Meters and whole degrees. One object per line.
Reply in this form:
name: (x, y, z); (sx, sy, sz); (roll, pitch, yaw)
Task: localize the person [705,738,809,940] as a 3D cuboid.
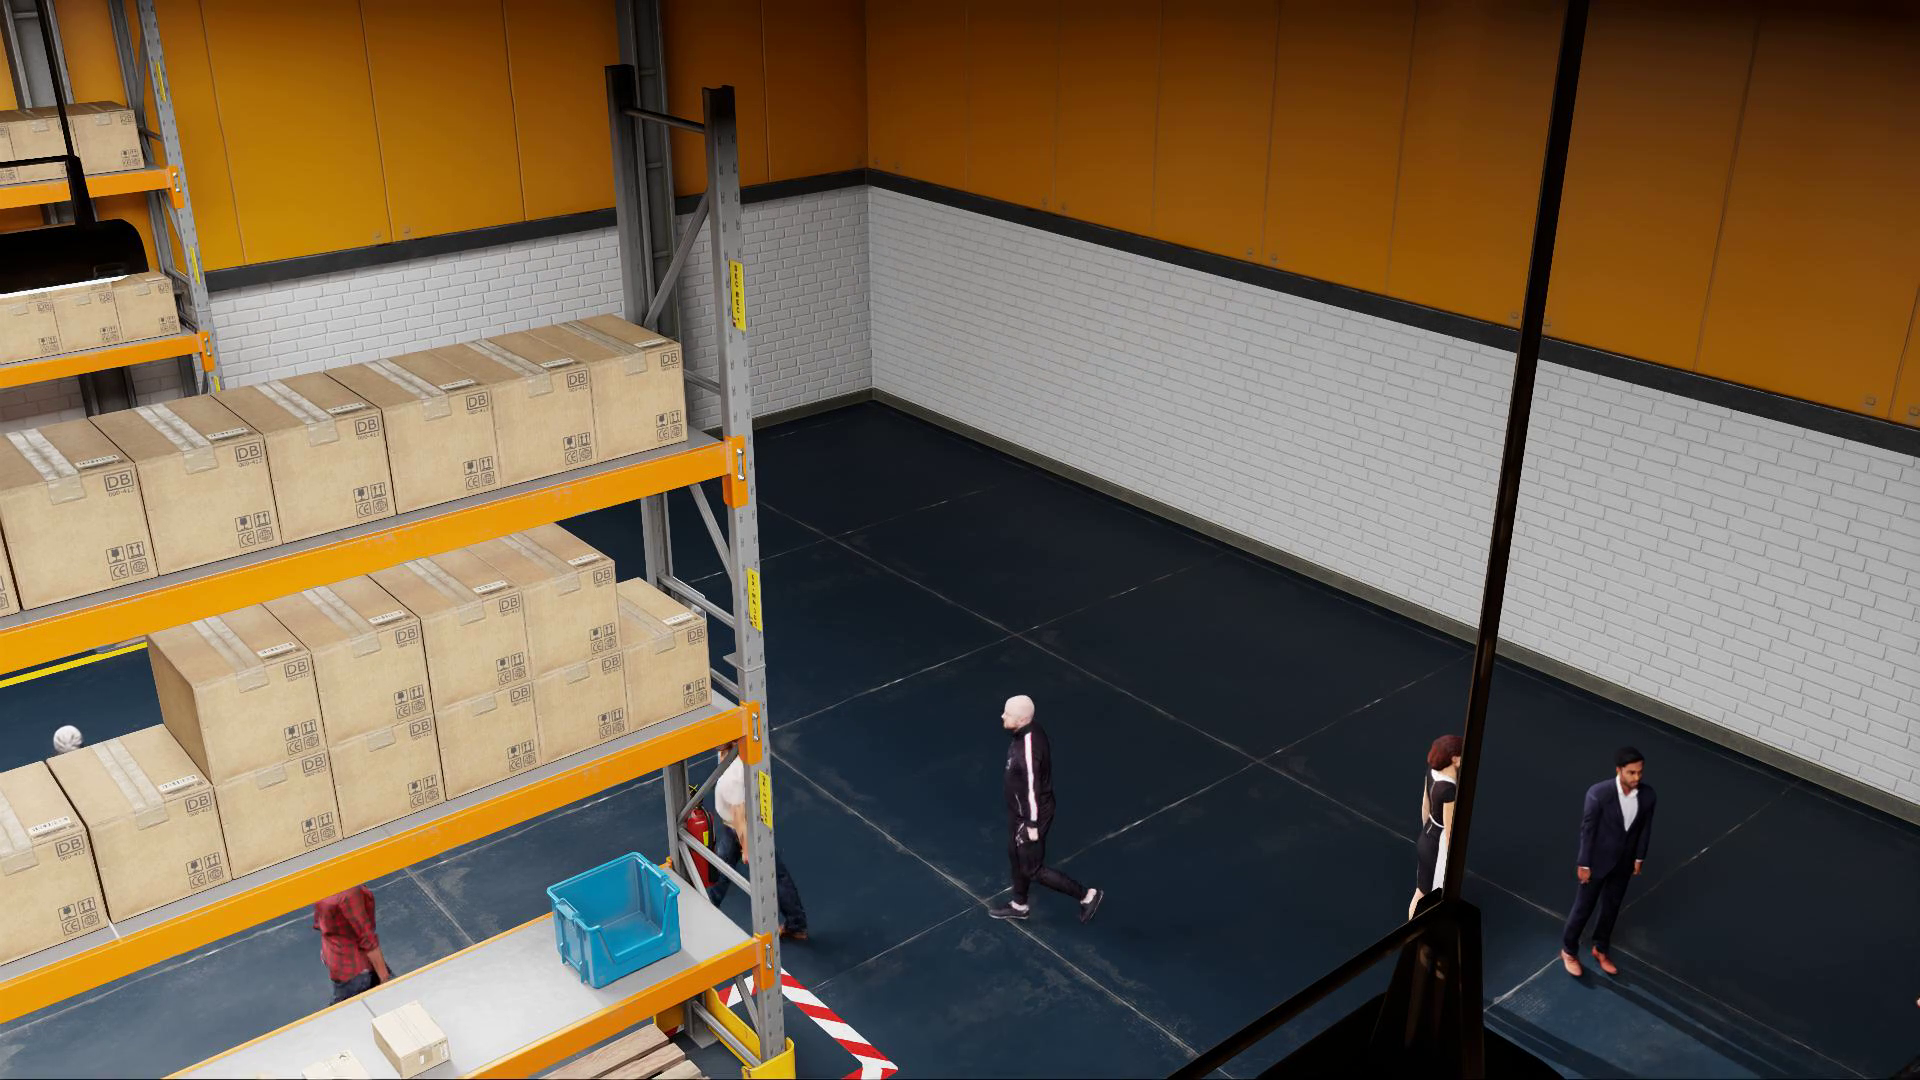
person: (-1.333, 1.964, 11.100); (1.288, 1.794, 1.250); (3, 24, 7)

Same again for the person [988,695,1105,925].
person: (0.579, 1.866, 11.306); (1.150, 1.810, 1.058); (0, 24, 0)

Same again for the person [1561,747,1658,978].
person: (4.245, 2.089, 10.906); (0.656, 1.720, 0.764); (-3, 24, -6)

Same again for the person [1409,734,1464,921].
person: (3.119, 2.065, 10.865); (0.660, 1.798, 0.649); (-3, 24, -6)
